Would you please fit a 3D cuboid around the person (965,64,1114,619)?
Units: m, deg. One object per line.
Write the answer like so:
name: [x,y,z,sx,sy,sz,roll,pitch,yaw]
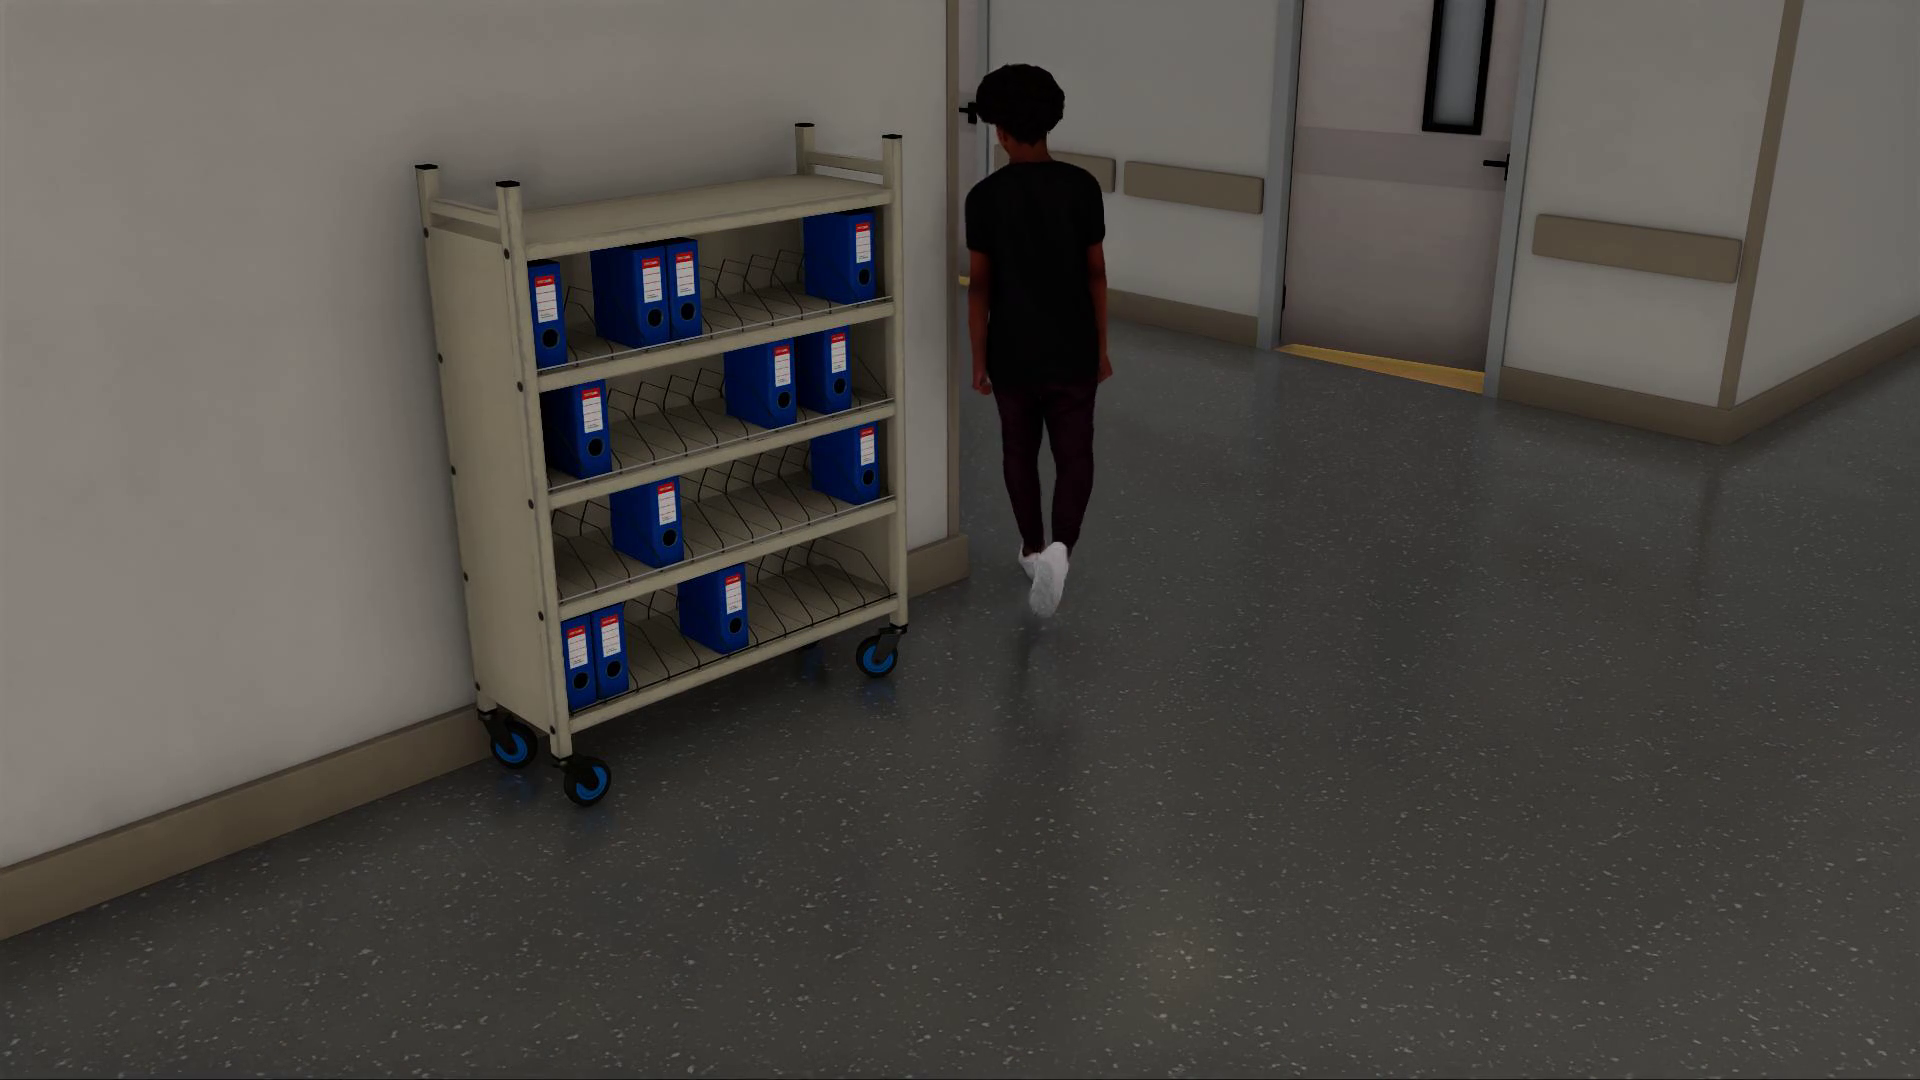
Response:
person: [0.272,-0.613,5.397,1.053,1.751,1.120,1,21,2]
